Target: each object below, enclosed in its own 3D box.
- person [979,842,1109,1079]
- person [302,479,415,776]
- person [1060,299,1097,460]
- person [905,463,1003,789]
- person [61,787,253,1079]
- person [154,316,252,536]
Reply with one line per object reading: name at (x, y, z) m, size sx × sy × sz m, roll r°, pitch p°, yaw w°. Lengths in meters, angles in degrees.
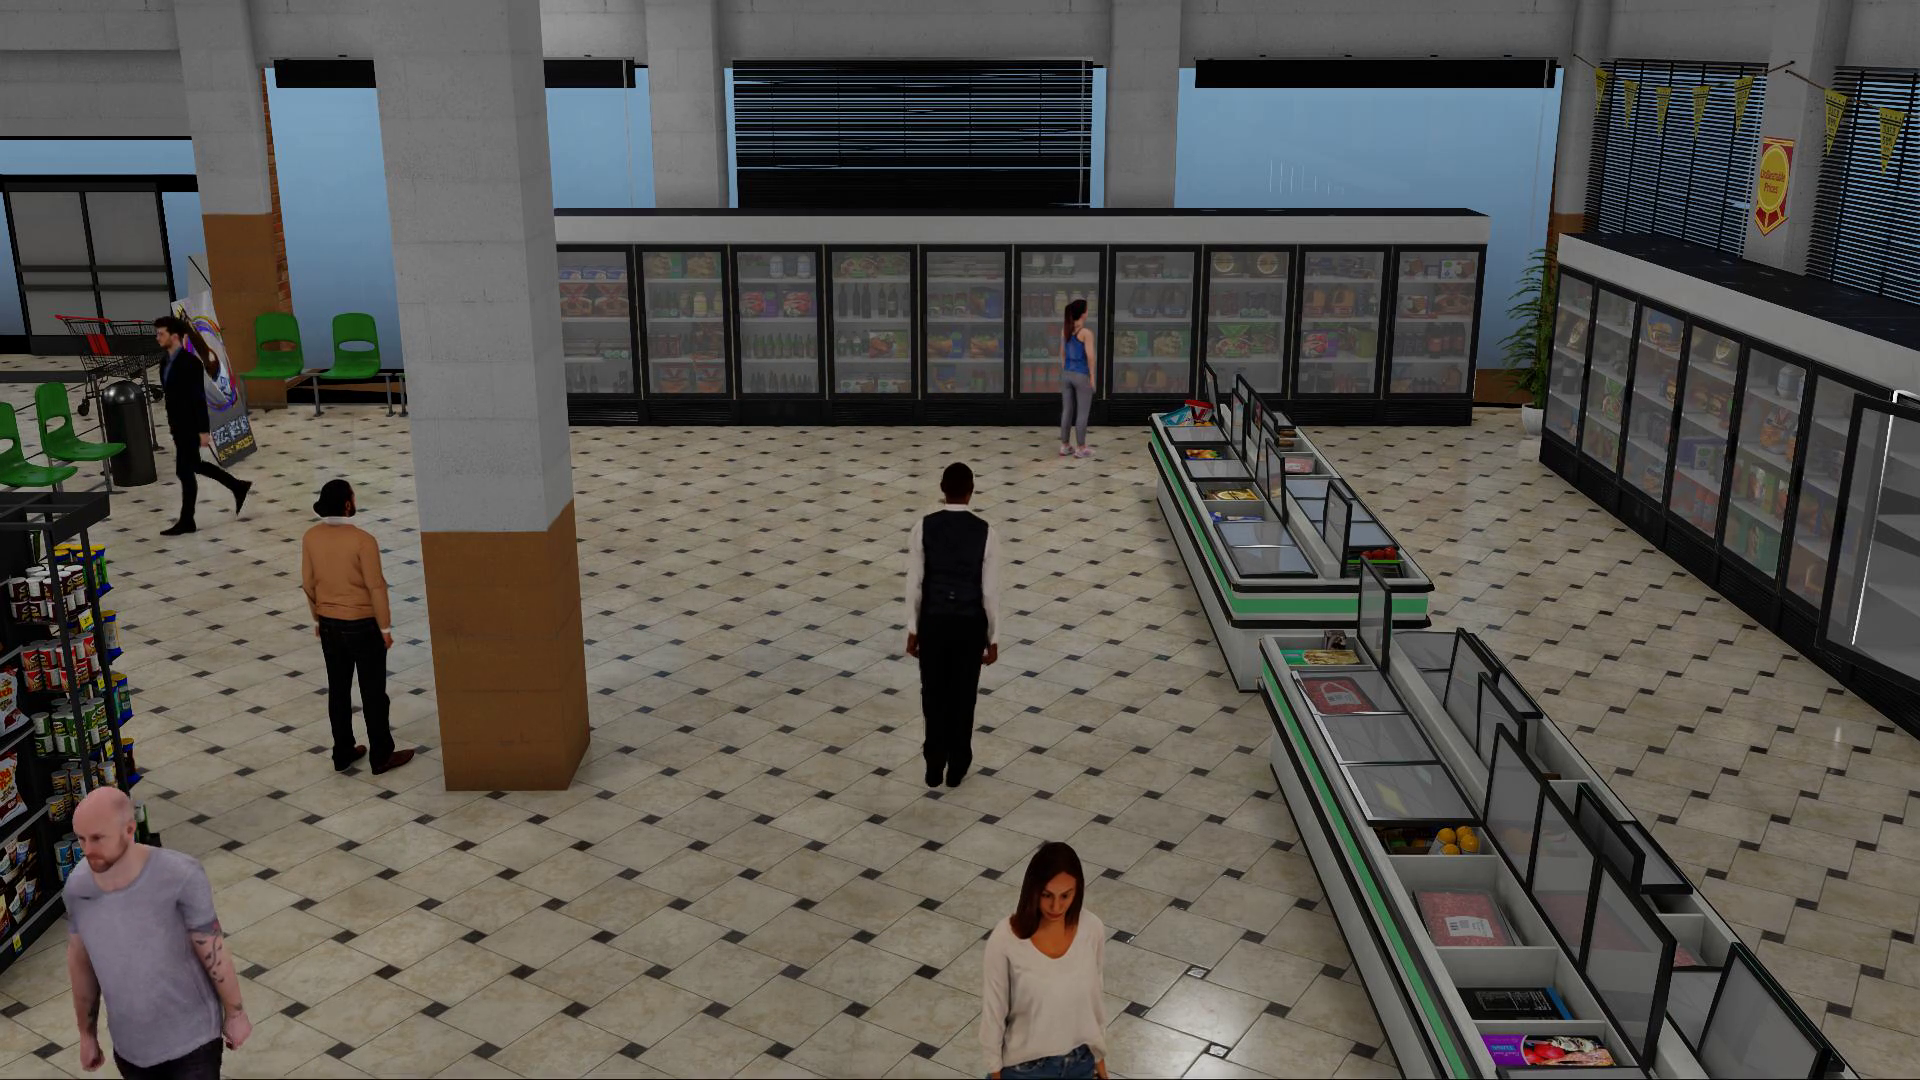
person at (0.277, 1.762, 5.604) m, size 0.682 × 1.677 × 0.659 m, roll -6°, pitch 18°, yaw -19°
person at (-3.528, 0.499, 9.631) m, size 0.722 × 1.754 × 0.668 m, roll 4°, pitch 17°, yaw 14°
person at (1.191, -1.647, 16.950) m, size 0.649 × 1.608 × 0.703 m, roll 15°, pitch 22°, yaw 41°
person at (-0.056, 0.527, 9.271) m, size 0.772 × 1.910 × 0.932 m, roll 2°, pitch 17°, yaw 8°
person at (-2.703, 1.637, 5.774) m, size 0.753 × 1.818 × 0.704 m, roll 2°, pitch 17°, yaw 7°
person at (-6.600, -1.006, 14.389) m, size 1.136 × 1.869 × 1.241 m, roll 14°, pitch 22°, yaw 38°
